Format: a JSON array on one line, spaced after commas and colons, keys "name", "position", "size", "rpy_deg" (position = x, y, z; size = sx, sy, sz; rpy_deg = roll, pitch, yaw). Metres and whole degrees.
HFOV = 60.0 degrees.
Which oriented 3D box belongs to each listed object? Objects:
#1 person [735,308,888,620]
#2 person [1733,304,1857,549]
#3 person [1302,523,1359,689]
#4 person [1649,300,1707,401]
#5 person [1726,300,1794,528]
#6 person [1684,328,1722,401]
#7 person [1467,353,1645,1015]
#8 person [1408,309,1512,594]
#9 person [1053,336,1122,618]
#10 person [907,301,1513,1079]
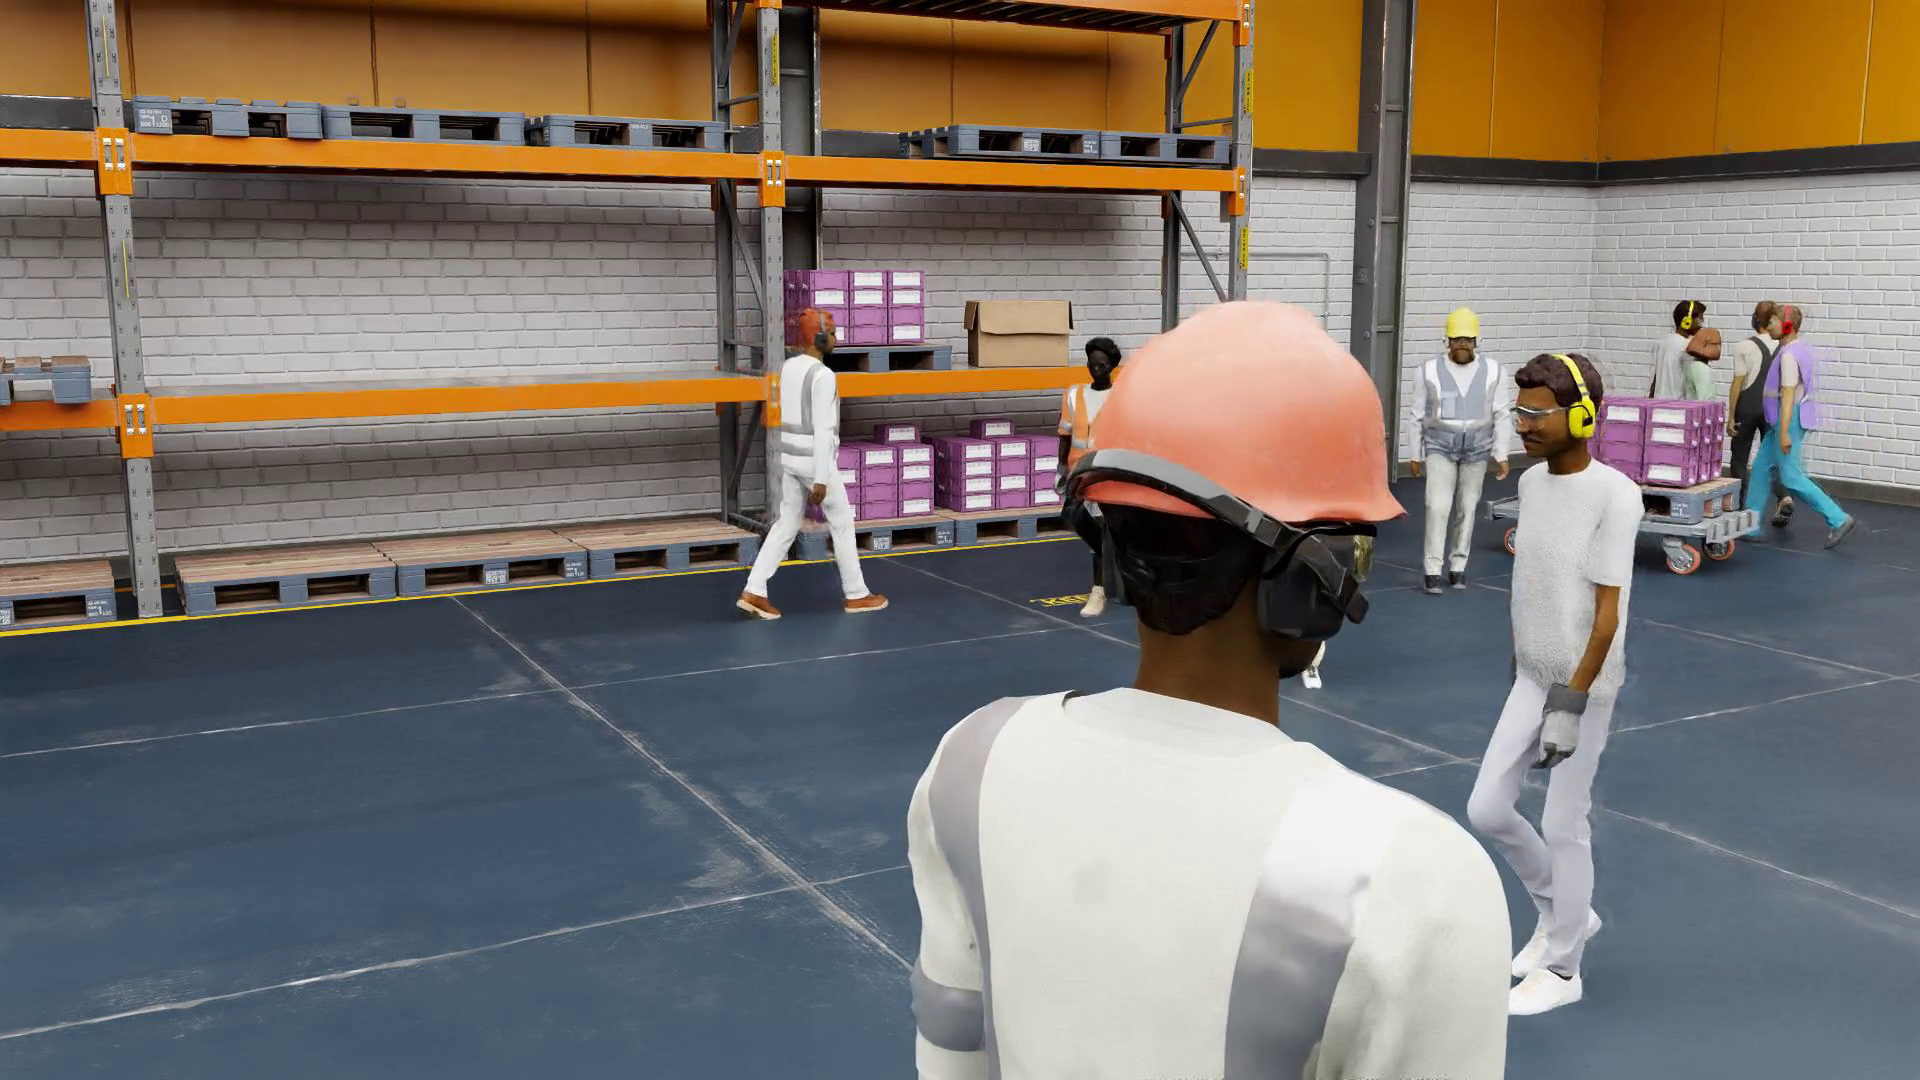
[{"name": "person", "position": [-0.905, -0.444, 9.805], "size": [0.951, 1.846, 0.575], "rpy_deg": [-7, 12, -37]}, {"name": "person", "position": [6.173, -0.834, 12.301], "size": [0.893, 1.816, 0.574], "rpy_deg": [5, 11, 28]}, {"name": "person", "position": [1.744, -0.093, 8.304], "size": [0.516, 1.616, 0.470], "rpy_deg": [1, 9, 7]}, {"name": "person", "position": [5.660, -1.006, 13.333], "size": [0.889, 1.834, 0.489], "rpy_deg": [0, 9, 2]}, {"name": "person", "position": [6.412, -1.004, 13.280], "size": [0.515, 1.818, 0.815], "rpy_deg": [1, 9, 4]}, {"name": "person", "position": [5.648, -0.841, 12.919], "size": [0.705, 1.616, 0.511], "rpy_deg": [3, 10, 17]}, {"name": "person", "position": [1.609, 0.416, 4.547], "size": [0.408, 1.848, 0.500], "rpy_deg": [-3, 10, -20]}, {"name": "person", "position": [3.170, -0.549, 10.529], "size": [0.607, 1.803, 0.700], "rpy_deg": [1, 9, 6]}, {"name": "person", "position": [0.870, -0.408, 10.080], "size": [0.533, 1.671, 0.755], "rpy_deg": [6, 11, 32]}, {"name": "person", "position": [0.234, 0.807, 1.558], "size": [0.612, 2.041, 0.380], "rpy_deg": [9, 13, 43]}]
